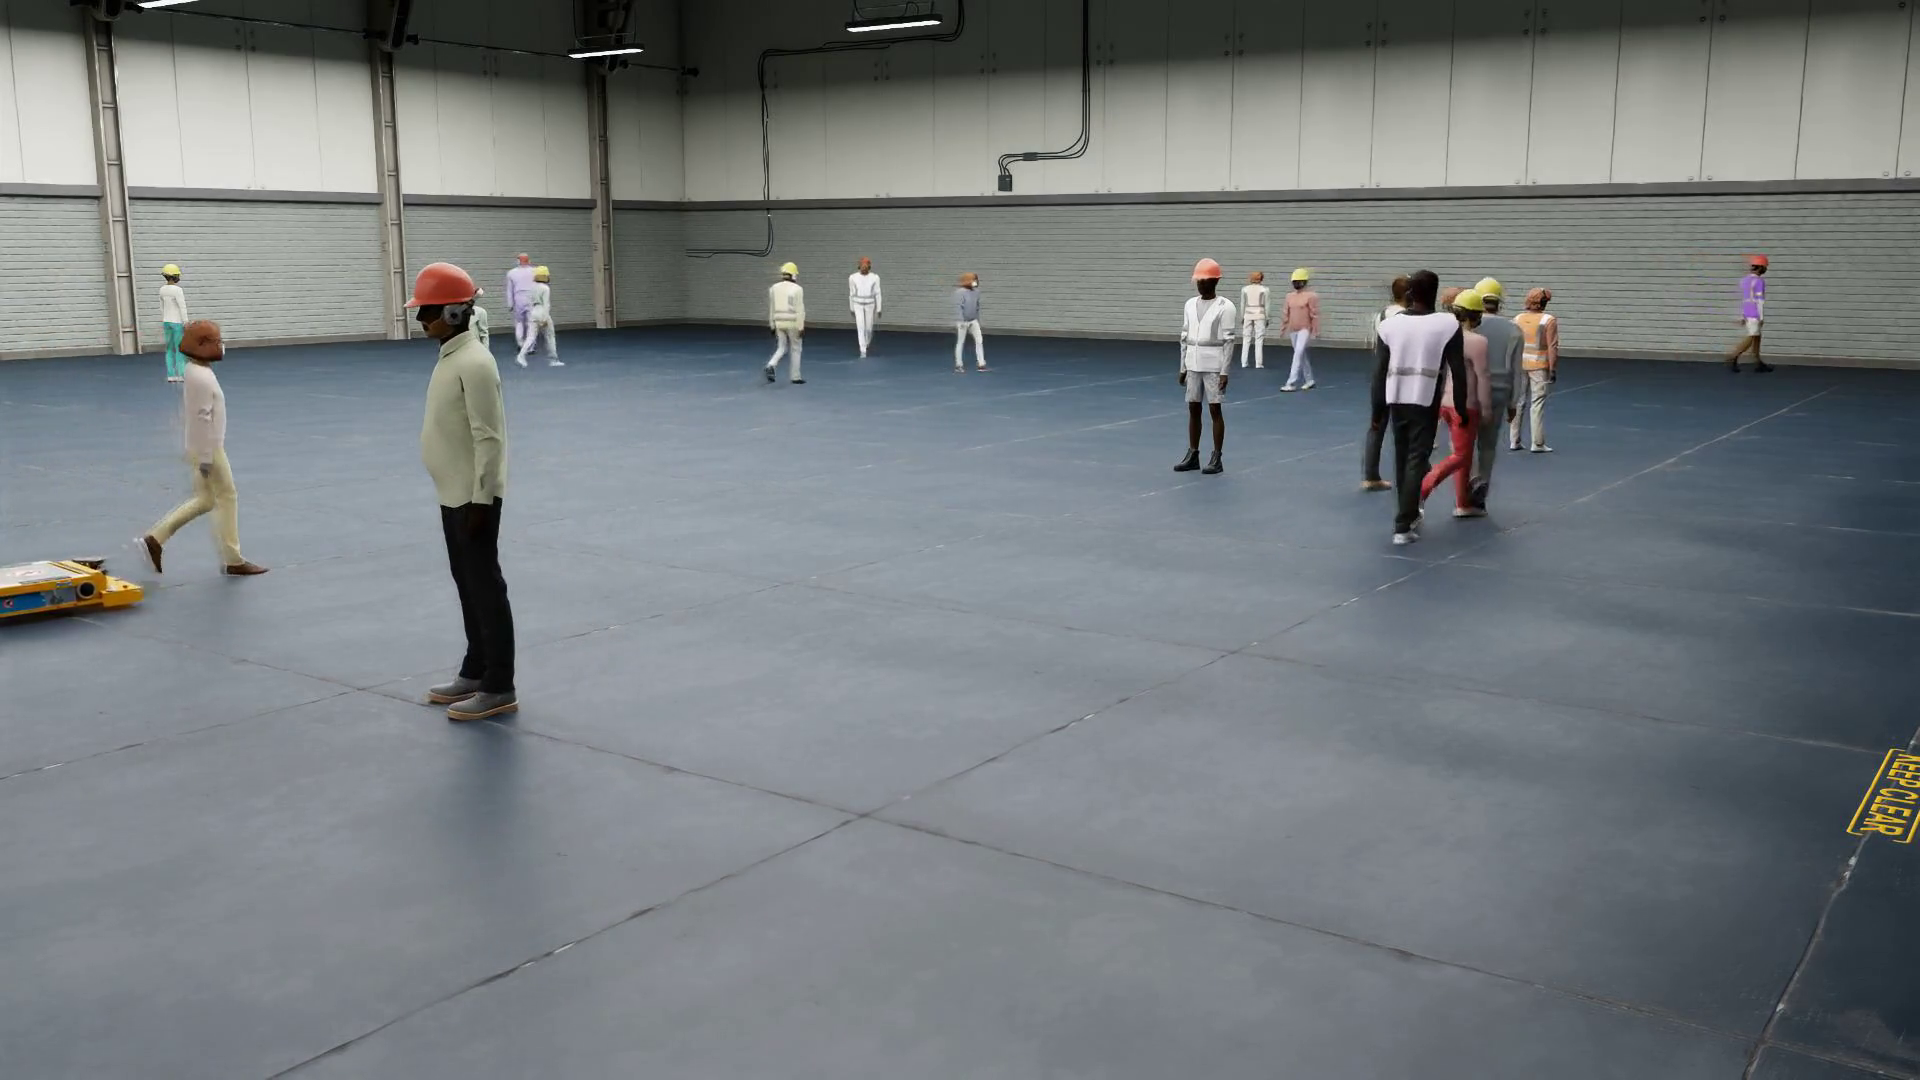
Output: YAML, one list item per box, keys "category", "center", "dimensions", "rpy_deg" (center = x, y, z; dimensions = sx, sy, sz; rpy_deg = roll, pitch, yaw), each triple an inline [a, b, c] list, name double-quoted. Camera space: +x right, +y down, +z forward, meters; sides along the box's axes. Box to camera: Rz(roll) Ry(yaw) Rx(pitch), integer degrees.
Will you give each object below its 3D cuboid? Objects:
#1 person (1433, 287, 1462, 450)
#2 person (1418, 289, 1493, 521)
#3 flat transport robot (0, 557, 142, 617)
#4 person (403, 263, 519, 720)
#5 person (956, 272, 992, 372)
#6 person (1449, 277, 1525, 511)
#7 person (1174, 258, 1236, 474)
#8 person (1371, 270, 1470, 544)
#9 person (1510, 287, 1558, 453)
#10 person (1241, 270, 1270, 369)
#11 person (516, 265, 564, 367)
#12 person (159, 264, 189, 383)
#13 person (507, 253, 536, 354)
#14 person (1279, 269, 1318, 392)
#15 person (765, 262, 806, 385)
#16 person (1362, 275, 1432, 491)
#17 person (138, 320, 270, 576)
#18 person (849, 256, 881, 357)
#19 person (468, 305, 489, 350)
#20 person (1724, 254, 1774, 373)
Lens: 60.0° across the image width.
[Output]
- category: "person"
  center: [4.917, -1.715, 16.721]
  dimensions: [0.524, 1.639, 0.306]
  rpy_deg: [4, 11, 23]
- category: "person"
  center: [3.677, -0.998, 12.406]
  dimensions: [0.737, 1.739, 0.525]
  rpy_deg: [-3, 11, -17]
- category: "flat transport robot"
  center: [-5.405, 0.310, 9.212]
  dimensions: [0.652, 0.197, 1.431]
  rpy_deg: [9, 14, 42]
- category: "person"
  center: [-2.189, -0.211, 7.306]
  dimensions: [0.400, 1.989, 0.623]
  rpy_deg: [-6, 12, -29]
- category: "person"
  center: [0.191, -3.499, 26.823]
  dimensions: [0.520, 1.605, 0.763]
  rpy_deg: [-8, 13, -37]
- category: "person"
  center: [3.996, -1.087, 12.696]
  dimensions: [0.618, 1.817, 0.500]
  rpy_deg: [0, 10, -2]
- category: "person"
  center: [2.215, -1.567, 15.051]
  dimensions: [0.545, 1.941, 0.351]
  rpy_deg: [9, 13, 41]
- category: "person"
  center: [3.268, -0.947, 11.747]
  dimensions: [0.604, 1.881, 0.946]
  rpy_deg: [8, 13, 36]
- category: "person"
  center: [5.712, -1.691, 16.583]
  dimensions: [0.313, 1.639, 0.517]
  rpy_deg: [-7, 12, -35]
- category: "person"
  center: [4.899, -3.660, 27.641]
  dimensions: [0.507, 1.633, 0.313]
  rpy_deg: [6, 12, 29]
- category: "person"
  center: [-7.091, -3.757, 27.969]
  dimensions: [0.498, 1.710, 0.852]
  rpy_deg: [7, 12, 35]
- category: "person"
  center: [-11.728, -3.235, 24.869]
  dimensions: [0.525, 1.772, 0.301]
  rpy_deg: [6, 12, 29]
- category: "person"
  center: [-8.122, -4.425, 31.188]
  dimensions: [0.660, 1.888, 0.493]
  rpy_deg: [-1, 10, -6]
- category: "person"
  center: [4.805, -2.959, 23.474]
  dimensions: [0.919, 1.720, 0.542]
  rpy_deg: [-8, 13, -39]
- category: "person"
  center: [-2.535, -3.134, 24.203]
  dimensions: [0.592, 1.806, 0.624]
  rpy_deg: [6, 12, 32]
- category: "person"
  center: [3.761, -1.318, 14.019]
  dimensions: [0.903, 1.804, 0.511]
  rpy_deg: [-6, 12, -31]
- category: "person"
  center: [-4.709, -0.551, 10.268]
  dimensions: [0.659, 1.613, 0.507]
  rpy_deg: [-6, 12, -31]
- category: "person"
  center: [-1.740, -4.283, 30.546]
  dimensions: [0.585, 1.854, 0.717]
  rpy_deg: [-1, 10, -4]
- category: "person"
  center: [-5.596, -2.096, 18.868]
  dimensions: [0.506, 1.632, 0.268]
  rpy_deg: [0, 10, 1]
- category: "person"
  center: [12.724, -3.633, 26.706]
  dimensions: [0.835, 1.913, 0.557]
  rpy_deg: [0, 10, 2]
